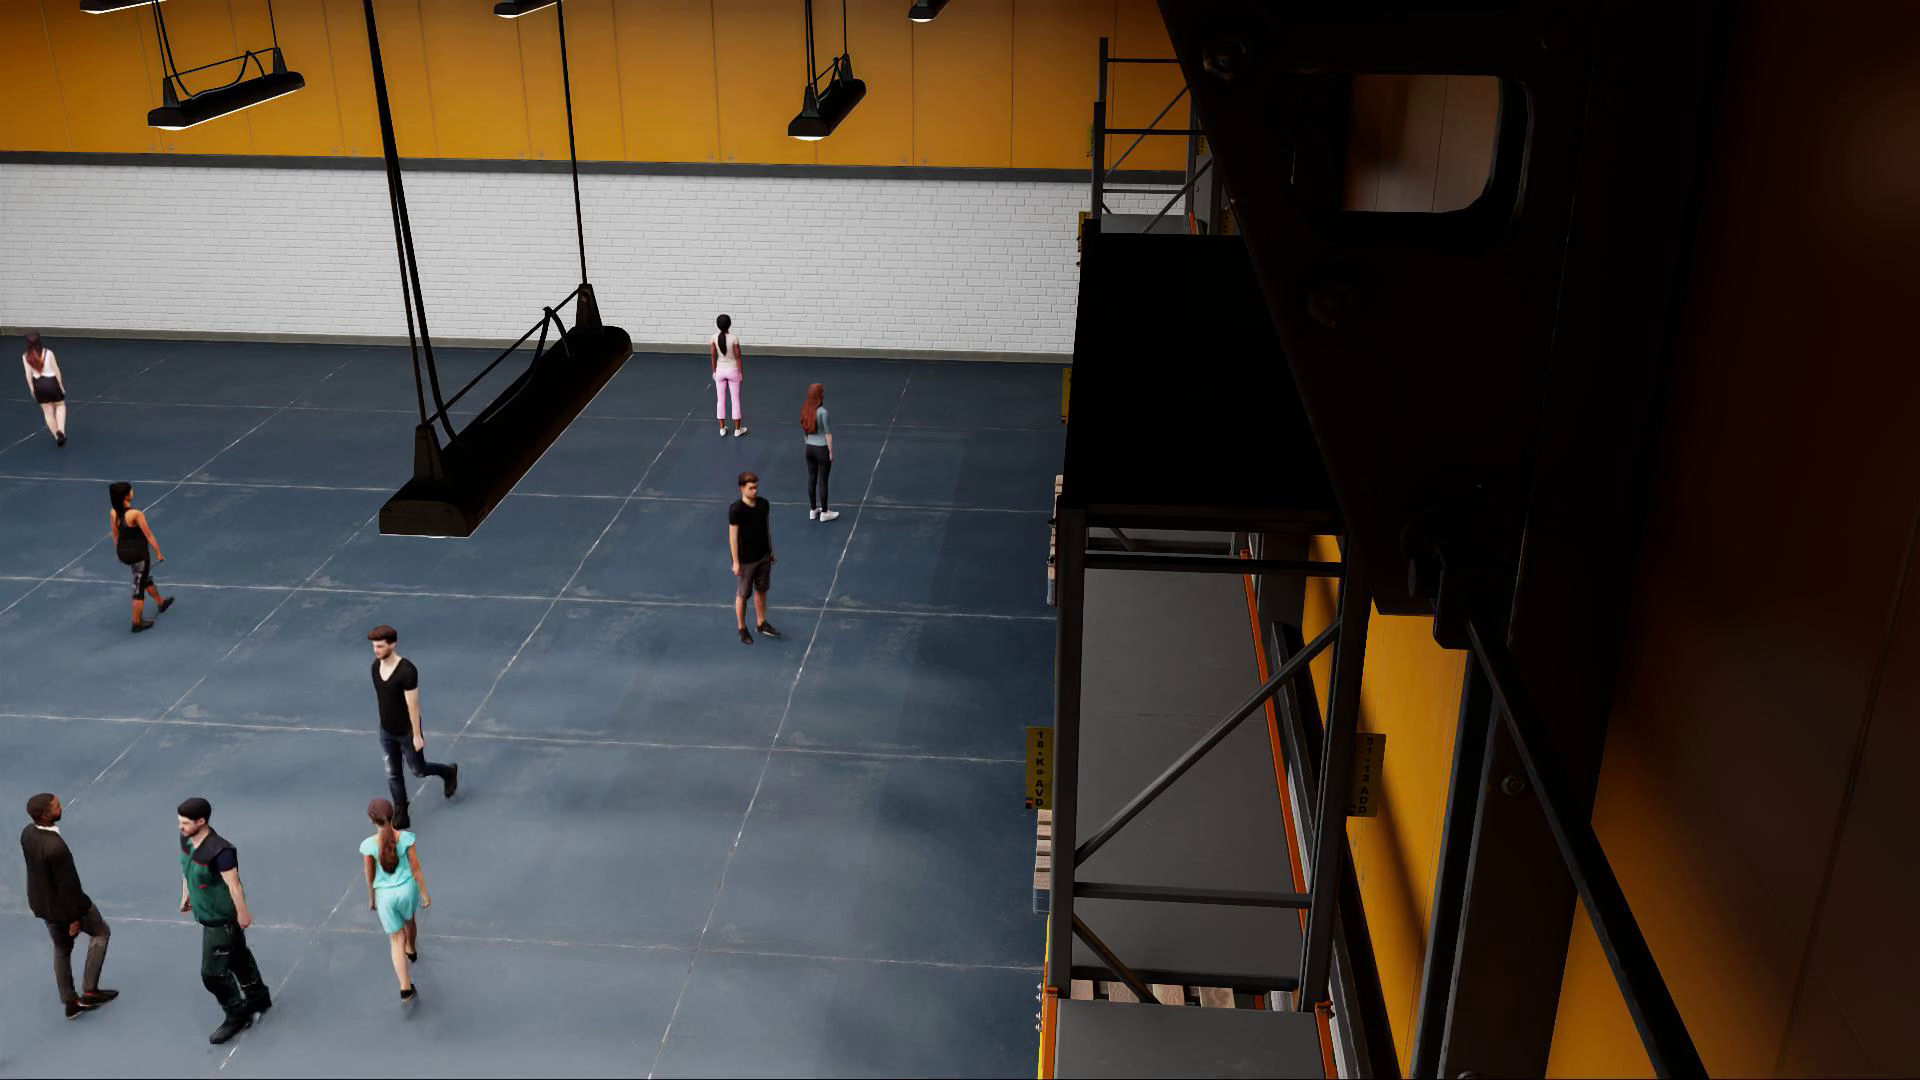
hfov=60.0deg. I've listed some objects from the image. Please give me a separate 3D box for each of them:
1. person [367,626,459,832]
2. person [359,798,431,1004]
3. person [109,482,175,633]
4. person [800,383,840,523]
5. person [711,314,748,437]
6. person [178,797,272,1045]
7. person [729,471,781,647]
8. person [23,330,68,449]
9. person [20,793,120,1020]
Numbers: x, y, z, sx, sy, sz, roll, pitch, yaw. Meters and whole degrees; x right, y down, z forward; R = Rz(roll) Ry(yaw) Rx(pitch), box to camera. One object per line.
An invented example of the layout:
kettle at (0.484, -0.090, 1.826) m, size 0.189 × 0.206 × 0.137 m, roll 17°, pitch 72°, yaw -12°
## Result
person at (-4.662, 1.560, 14.093) m, size 0.953 × 1.877 × 1.218 m, roll 12°, pitch 26°, yaw 25°
person at (-4.089, 2.630, 12.087) m, size 0.934 × 1.524 × 1.148 m, roll -9°, pitch 25°, yaw -20°
person at (-8.758, 0.187, 17.524) m, size 0.763 × 1.644 × 0.989 m, roll 9°, pitch 25°, yaw 19°
person at (-1.731, -1.076, 20.292) m, size 0.670 × 1.743 × 0.700 m, roll 17°, pitch 29°, yaw 34°
person at (-3.230, -2.301, 23.094) m, size 0.603 × 1.741 × 0.530 m, roll 4°, pitch 24°, yaw 9°
person at (-5.142, 2.582, 11.750) m, size 0.870 × 1.880 × 0.931 m, roll 21°, pitch 31°, yaw 39°
person at (-2.176, 0.150, 17.338) m, size 0.763 × 1.862 × 0.839 m, roll -21°, pitch 31°, yaw -39°
person at (-12.403, -2.019, 22.577) m, size 0.673 × 1.639 × 0.692 m, roll -9°, pitch 25°, yaw -20°
person at (-6.432, 2.629, 11.760) m, size 0.769 × 1.786 × 0.800 m, roll 13°, pitch 27°, yaw 27°
